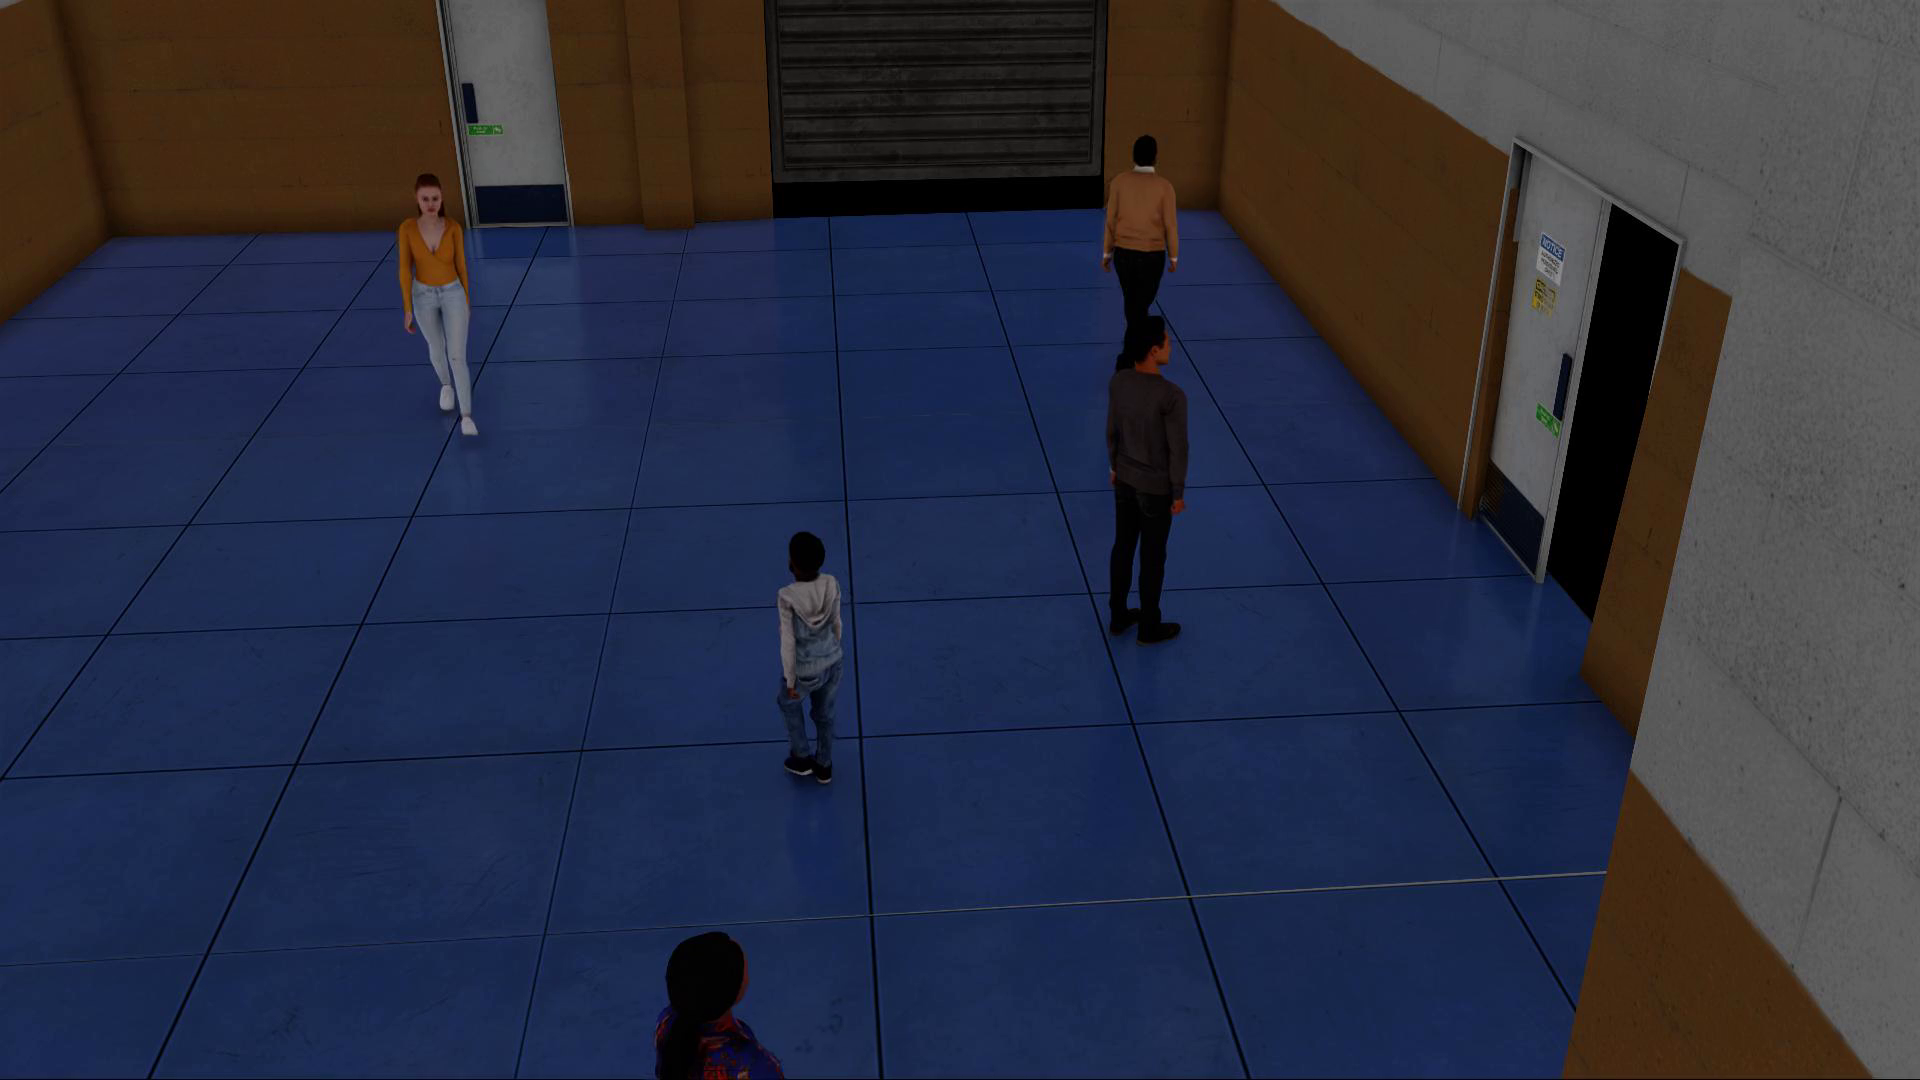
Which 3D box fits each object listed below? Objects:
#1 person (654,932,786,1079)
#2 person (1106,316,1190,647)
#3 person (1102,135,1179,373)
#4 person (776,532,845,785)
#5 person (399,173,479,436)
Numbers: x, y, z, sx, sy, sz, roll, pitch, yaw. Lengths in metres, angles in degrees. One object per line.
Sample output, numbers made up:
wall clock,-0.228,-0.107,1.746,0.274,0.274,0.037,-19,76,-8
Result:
person,-0.670,1.812,4.469,1.136,1.702,1.185,20,33,34
person,0.935,-0.295,8.552,0.745,1.767,0.709,-16,31,-29
person,1.258,-1.977,11.928,1.221,1.707,1.153,13,30,24
person,-0.646,0.559,7.442,0.552,1.249,0.621,-13,30,-24
person,-3.517,-1.585,11.180,1.182,1.690,0.840,-8,28,-15
